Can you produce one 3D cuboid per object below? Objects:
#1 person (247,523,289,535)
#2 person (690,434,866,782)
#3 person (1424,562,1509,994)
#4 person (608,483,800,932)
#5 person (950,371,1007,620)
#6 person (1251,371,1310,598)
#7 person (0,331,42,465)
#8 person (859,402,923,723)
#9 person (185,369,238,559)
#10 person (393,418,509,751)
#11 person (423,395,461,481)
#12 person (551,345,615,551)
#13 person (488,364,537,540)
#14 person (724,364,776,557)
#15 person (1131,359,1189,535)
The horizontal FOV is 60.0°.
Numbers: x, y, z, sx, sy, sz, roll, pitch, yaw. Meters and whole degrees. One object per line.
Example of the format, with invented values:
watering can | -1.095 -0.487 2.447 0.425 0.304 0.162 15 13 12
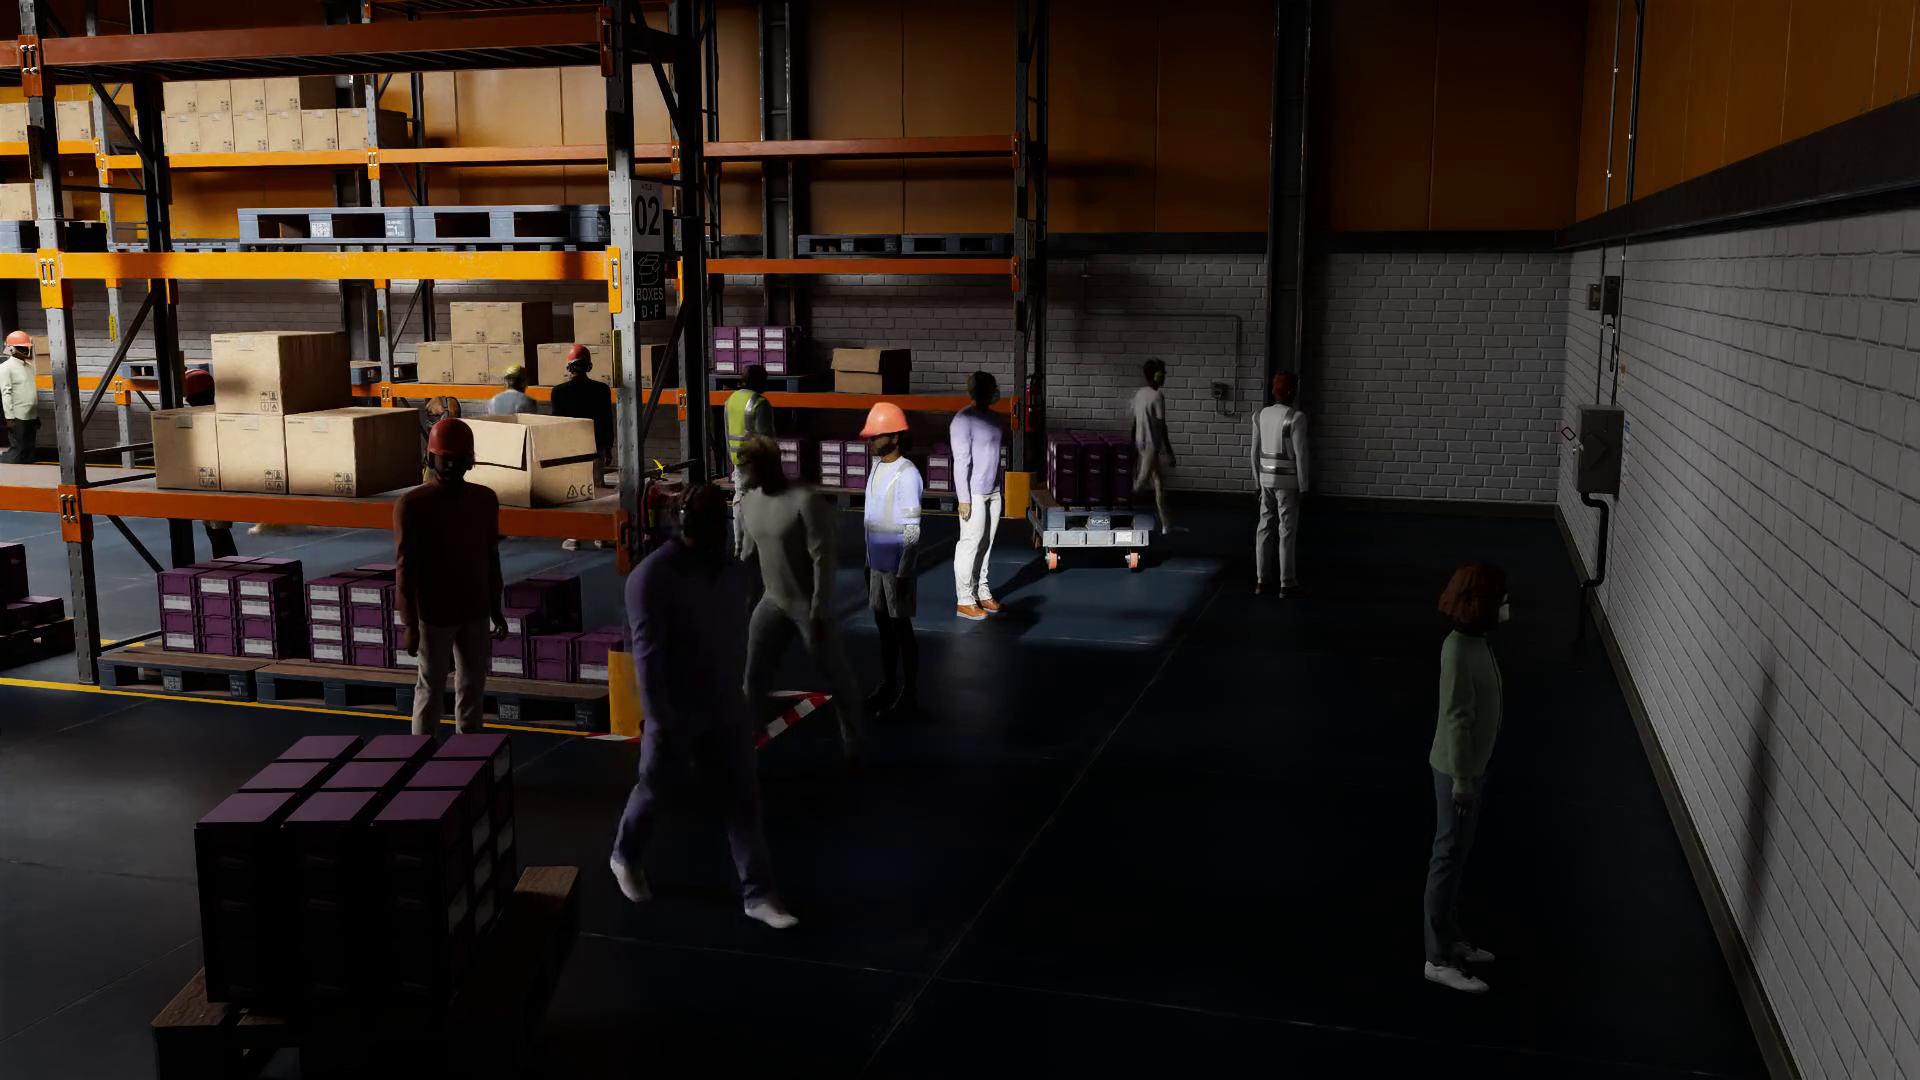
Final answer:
person | -7.222 -0.957 17.146 0.504 1.800 0.657 -4 10 -23
person | -0.906 0.373 8.780 0.698 1.869 0.872 7 12 38
person | 1.949 0.889 6.383 0.280 1.634 0.498 4 10 23
person | -1.143 0.676 7.004 0.986 1.862 0.651 9 13 43
person | 0.158 -0.357 13.045 0.358 1.939 0.636 5 11 30
person | 2.677 -0.462 13.847 0.353 1.887 0.572 -7 12 -37
person | -11.092 -1.476 19.702 0.397 1.992 0.621 0 9 -1
person | -0.436 0.130 10.084 0.355 1.938 0.544 -5 11 -30
person | -6.067 -0.417 13.448 0.369 1.929 0.542 -8 12 -39
person | -2.566 0.369 8.463 0.392 1.991 0.612 7 12 38
person | -3.655 -0.124 11.968 0.430 1.835 0.618 -2 10 -14
person | -3.663 -0.893 16.147 0.619 1.994 0.381 -6 11 -30
person | -4.484 -0.894 16.862 0.630 1.764 0.967 4 10 22
person | -1.935 -0.729 15.628 0.429 1.837 0.632 -8 13 -42
person | 1.888 -0.917 16.813 0.963 1.832 0.523 -3 10 -17
